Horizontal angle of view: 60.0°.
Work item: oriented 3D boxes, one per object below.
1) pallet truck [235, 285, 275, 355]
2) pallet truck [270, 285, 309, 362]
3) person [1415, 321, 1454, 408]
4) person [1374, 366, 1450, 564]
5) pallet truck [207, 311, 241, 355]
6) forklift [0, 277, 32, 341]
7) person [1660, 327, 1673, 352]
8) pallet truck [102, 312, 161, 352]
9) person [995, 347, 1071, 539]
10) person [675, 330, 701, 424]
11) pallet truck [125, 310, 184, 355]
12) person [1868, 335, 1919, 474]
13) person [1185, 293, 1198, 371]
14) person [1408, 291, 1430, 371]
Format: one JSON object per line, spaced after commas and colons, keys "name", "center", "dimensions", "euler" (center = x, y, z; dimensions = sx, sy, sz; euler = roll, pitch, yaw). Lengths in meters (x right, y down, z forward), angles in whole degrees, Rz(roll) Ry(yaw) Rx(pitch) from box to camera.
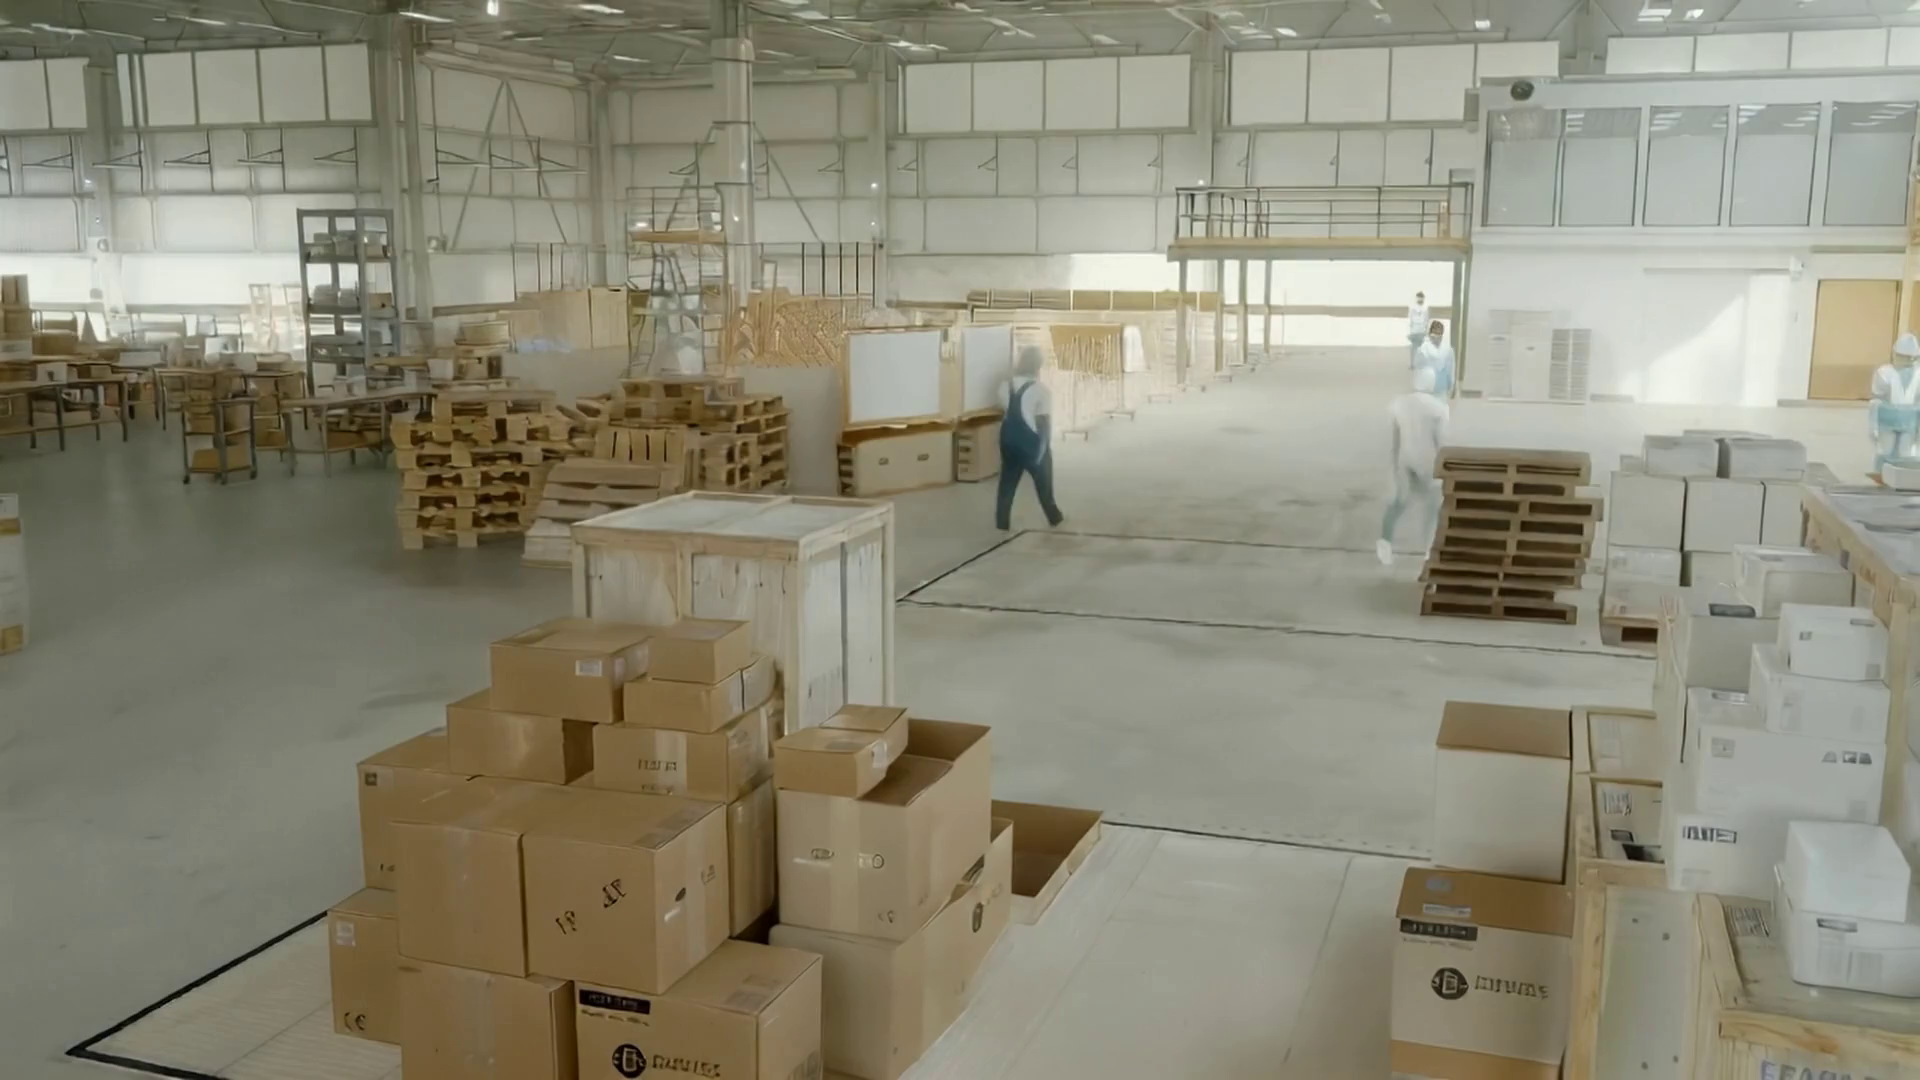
{"name": "pallet truck", "center": [-18.327, -5.835, 44.421], "dimensions": [0.823, 1.965, 1.885], "euler": [4, 11, 23]}
{"name": "pallet truck", "center": [-17.147, -5.700, 43.663], "dimensions": [0.823, 1.965, 1.885], "euler": [3, 11, 17]}
{"name": "person", "center": [6.956, -2.238, 24.368], "dimensions": [0.577, 1.923, 0.400], "euler": [1, 10, 5]}
{"name": "person", "center": [4.352, -0.713, 15.891], "dimensions": [0.637, 1.903, 0.937], "euler": [10, 14, 43]}
{"name": "pallet truck", "center": [-19.537, -5.575, 44.913], "dimensions": [0.653, 1.274, 1.630], "euler": [3, 11, 19]}
{"name": "forklift", "center": [-27.151, -6.329, 46.328], "dimensions": [1.157, 1.987, 2.680], "euler": [3, 11, 17]}
{"name": "person", "center": [16.268, -4.611, 38.047], "dimensions": [0.985, 1.809, 0.505], "euler": [1, 10, 3]}
{"name": "pallet truck", "center": [-23.057, -5.777, 46.261], "dimensions": [0.680, 1.201, 1.601], "euler": [3, 11, 19]}
{"name": "person", "center": [0.729, -1.040, 17.299], "dimensions": [0.695, 2.000, 1.009], "euler": [8, 13, 39]}
{"name": "person", "center": [-4.199, -2.416, 25.948], "dimensions": [0.535, 1.717, 0.903], "euler": [7, 12, 33]}
{"name": "pallet truck", "center": [-22.038, -5.665, 45.457], "dimensions": [0.704, 1.261, 1.522], "euler": [3, 11, 17]}
{"name": "person", "center": [10.515, -1.267, 18.619], "dimensions": [0.632, 2.036, 0.453], "euler": [2, 10, 13]}
{"name": "person", "center": [5.510, -4.996, 40.021], "dimensions": [0.361, 1.882, 0.575], "euler": [-3, 10, -14]}
{"name": "person", "center": [11.053, -5.018, 40.019], "dimensions": [0.593, 1.924, 0.381], "euler": [-4, 11, -22]}
